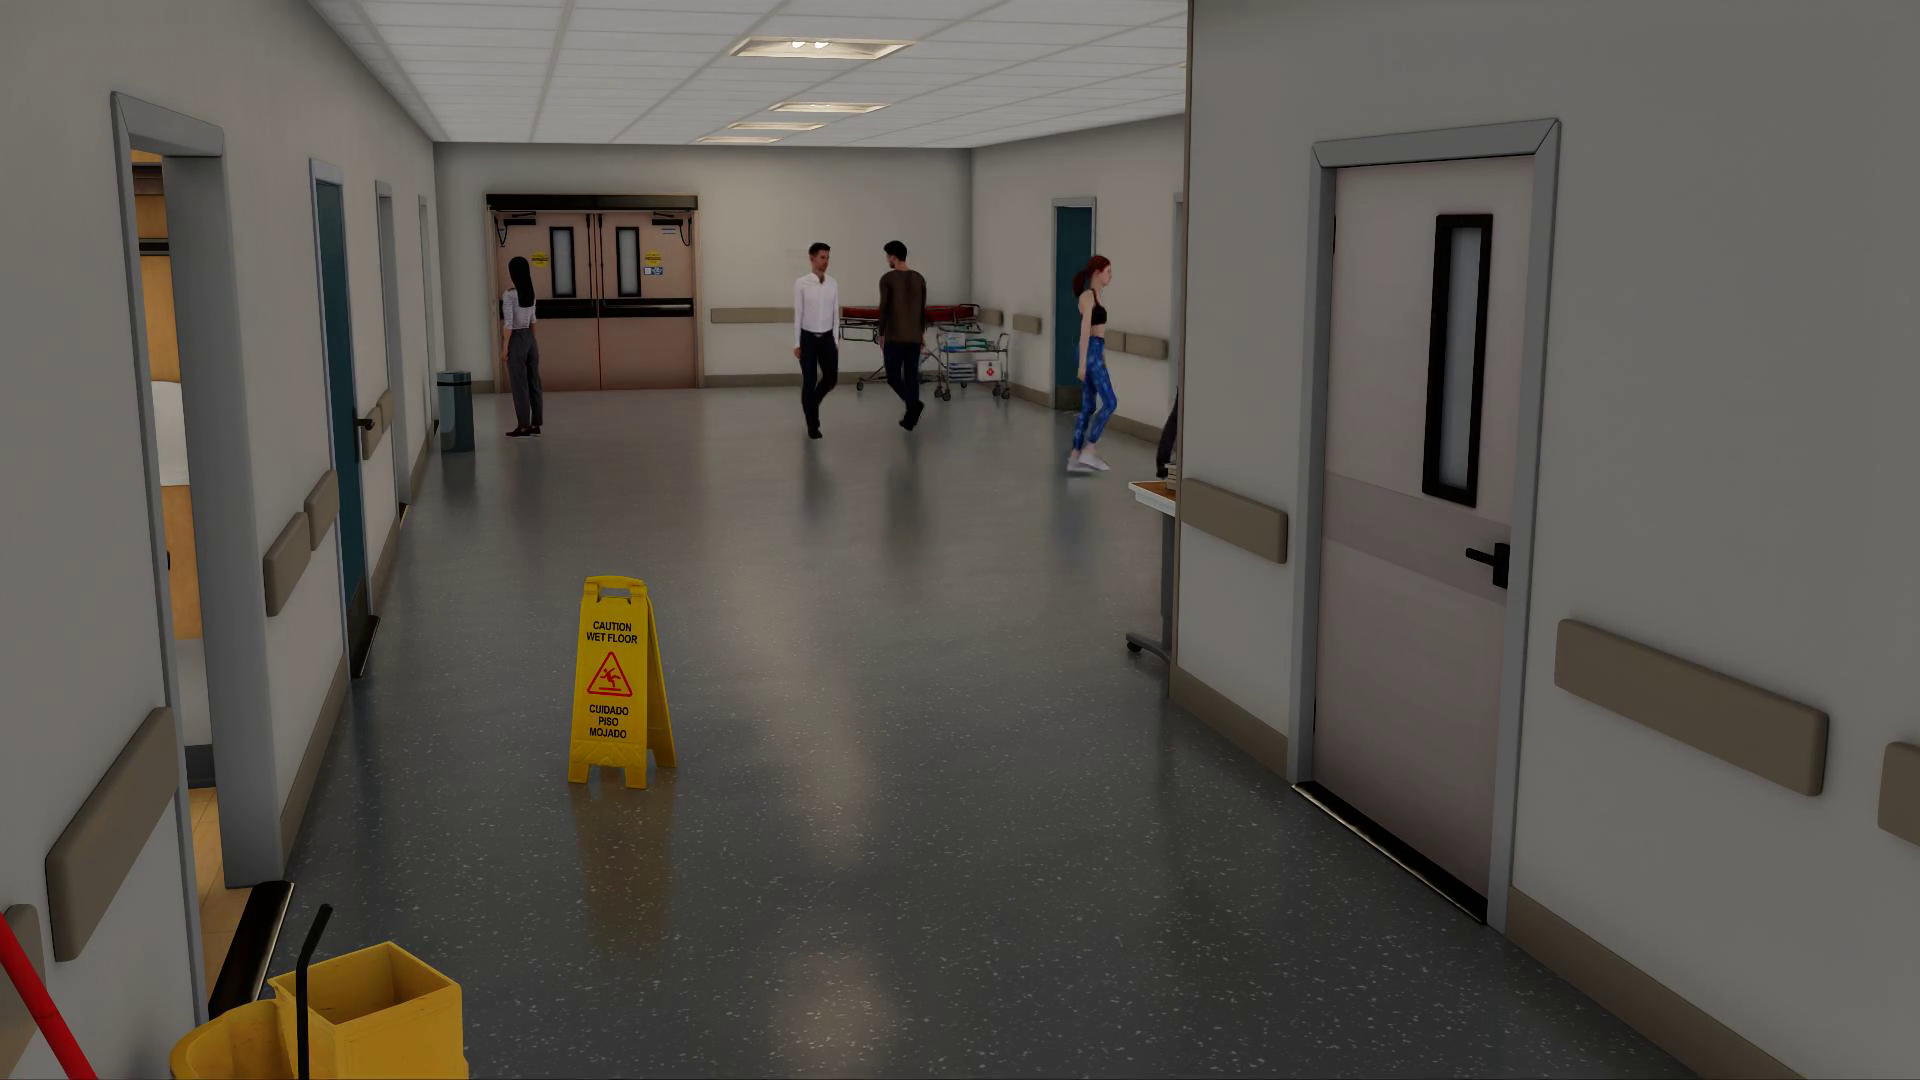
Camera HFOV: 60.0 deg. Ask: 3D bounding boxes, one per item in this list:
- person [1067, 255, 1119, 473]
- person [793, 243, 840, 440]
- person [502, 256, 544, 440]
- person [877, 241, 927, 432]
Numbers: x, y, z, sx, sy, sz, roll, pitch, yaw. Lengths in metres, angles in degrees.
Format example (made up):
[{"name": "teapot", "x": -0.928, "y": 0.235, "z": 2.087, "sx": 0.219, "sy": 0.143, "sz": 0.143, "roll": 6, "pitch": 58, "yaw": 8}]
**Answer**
[{"name": "person", "x": 0.983, "y": -1.418, "z": 13.613, "sx": 0.780, "sy": 1.764, "sz": 0.708, "roll": 3, "pitch": 11, "yaw": 15}, {"name": "person", "x": -1.415, "y": -1.917, "z": 16.025, "sx": 0.736, "sy": 1.844, "sz": 0.952, "roll": -4, "pitch": 12, "yaw": -22}, {"name": "person", "x": -4.198, "y": -1.837, "z": 15.961, "sx": 0.731, "sy": 1.711, "sz": 0.656, "roll": 5, "pitch": 12, "yaw": 26}, {"name": "person", "x": -0.531, "y": -1.970, "z": 16.247, "sx": 0.828, "sy": 1.865, "sz": 1.057, "roll": -6, "pitch": 12, "yaw": -29}]
